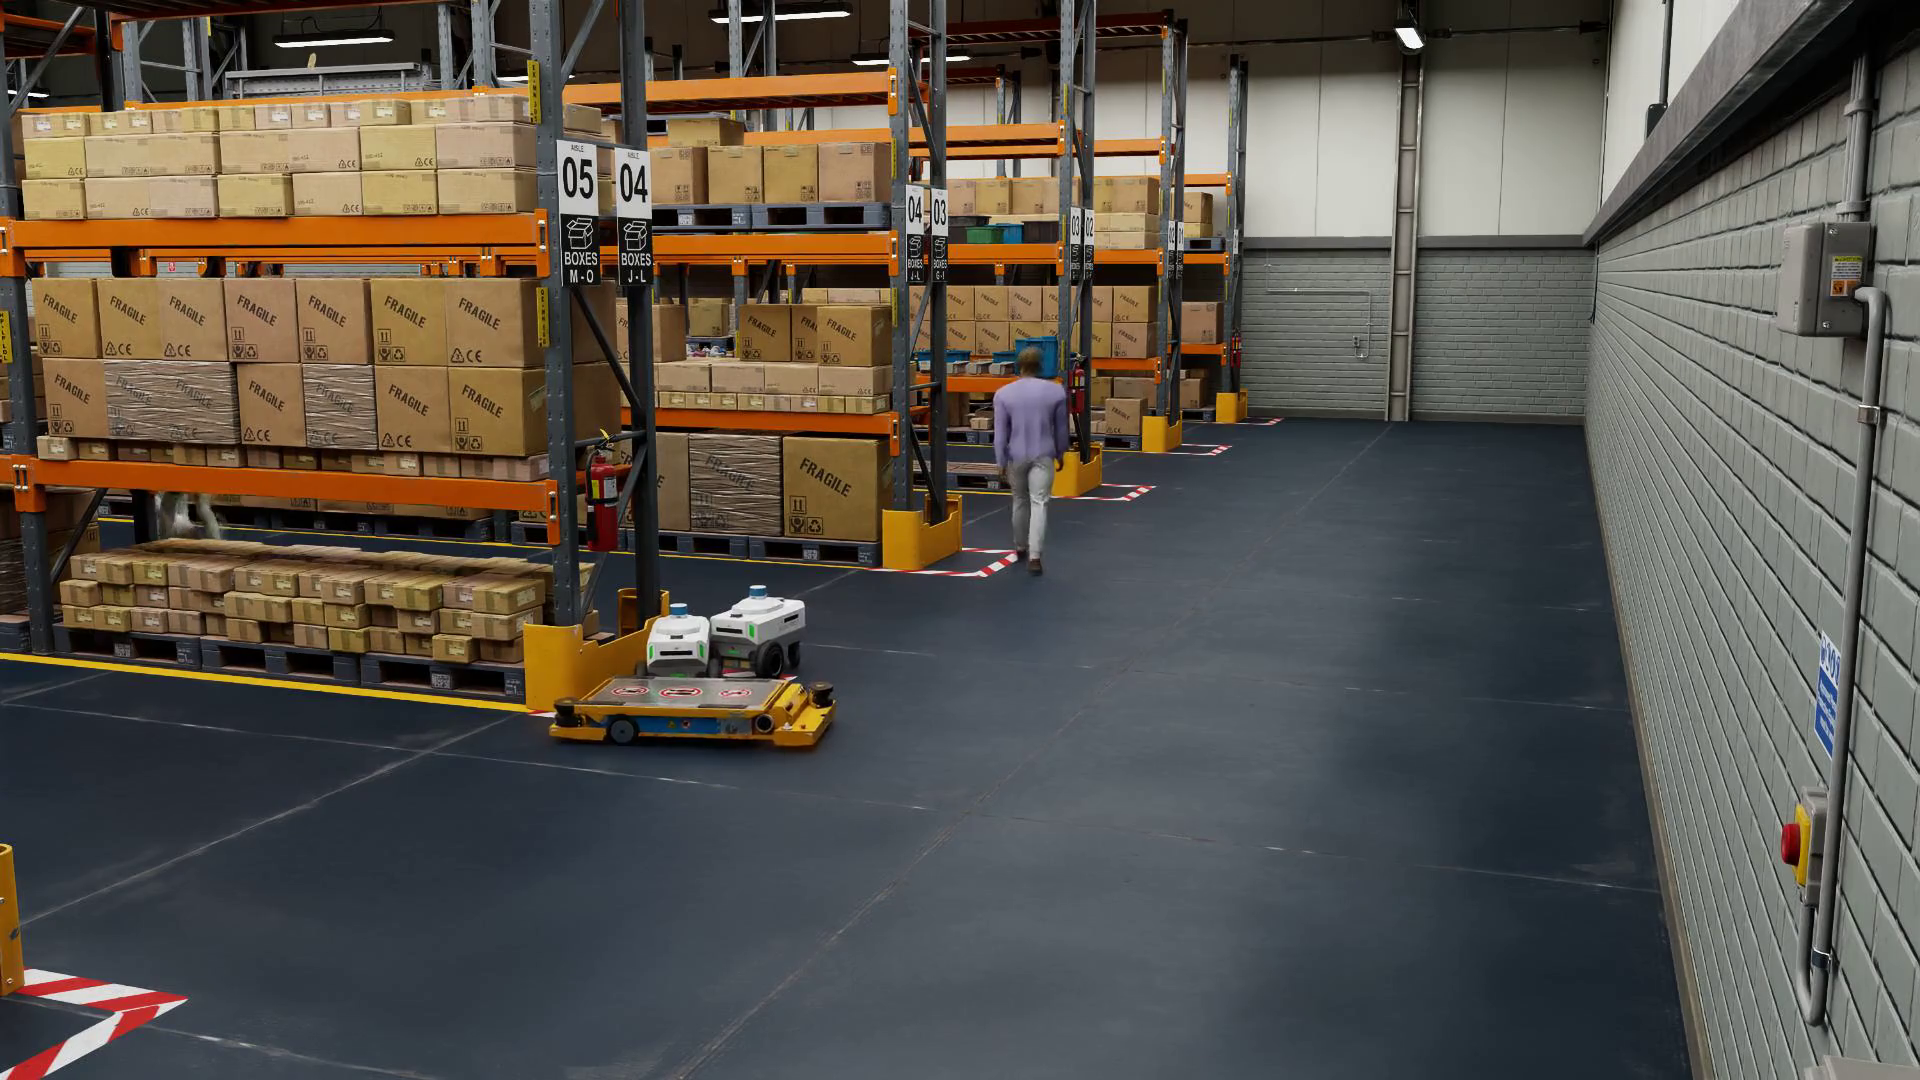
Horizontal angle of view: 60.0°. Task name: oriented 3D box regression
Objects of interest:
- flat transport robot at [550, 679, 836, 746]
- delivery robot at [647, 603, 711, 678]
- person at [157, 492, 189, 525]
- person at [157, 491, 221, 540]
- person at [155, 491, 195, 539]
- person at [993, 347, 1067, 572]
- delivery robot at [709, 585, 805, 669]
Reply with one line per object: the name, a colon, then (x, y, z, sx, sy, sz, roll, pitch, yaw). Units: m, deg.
flat transport robot: (-1.439, 0.922, 9.074, 1.431, 0.197, 0.652, 1, 9, 6)
delivery robot: (-1.652, 0.618, 9.796, 0.477, 0.478, 0.707, -1, 9, -6)
person: (-7.406, -0.866, 15.349, 0.429, 1.841, 0.633, 6, 11, 33)
person: (-6.435, -0.592, 13.677, 0.945, 1.820, 0.561, 4, 10, 22)
person: (-6.990, -0.737, 14.601, 0.613, 1.821, 0.637, 4, 10, 23)
person: (0.590, -0.687, 14.136, 0.623, 1.889, 1.045, 1, 9, 3)
delivery robot: (-1.256, 0.526, 10.369, 0.477, 0.478, 0.707, 4, 10, 23)
